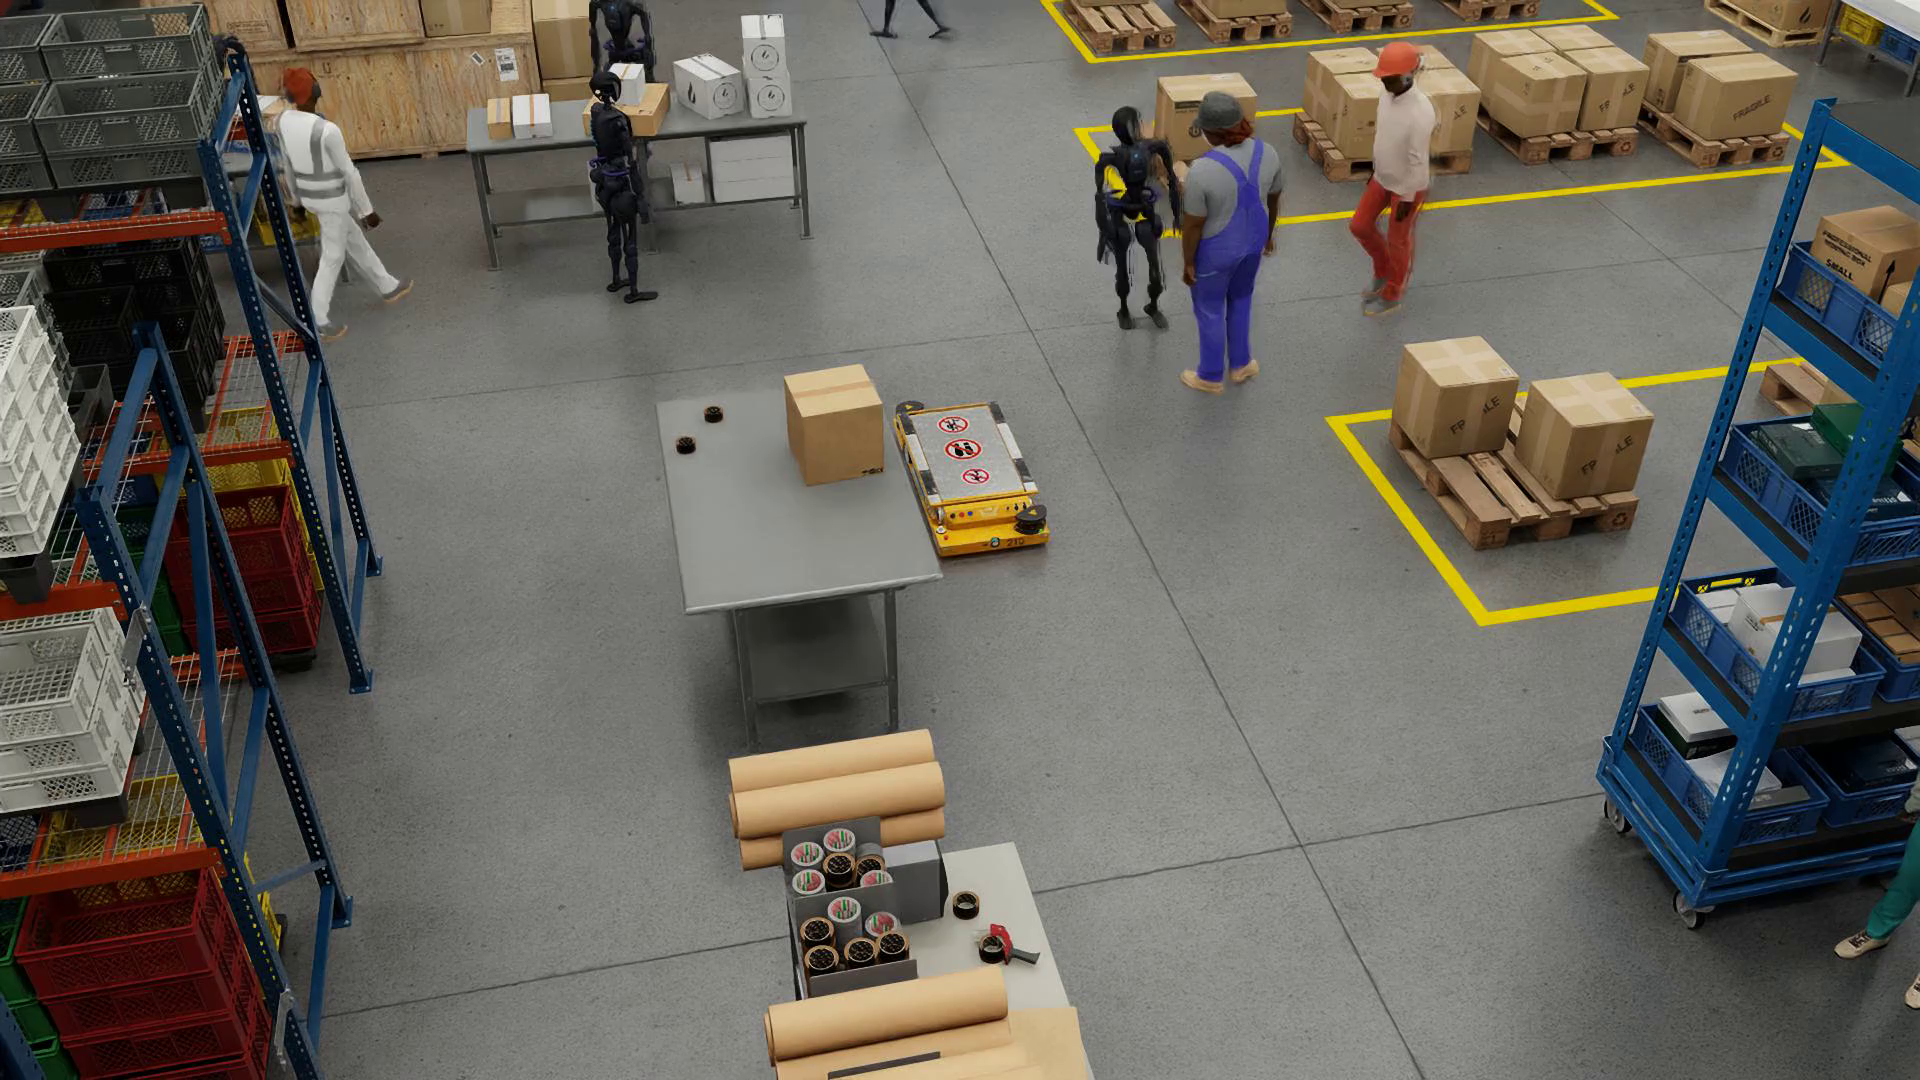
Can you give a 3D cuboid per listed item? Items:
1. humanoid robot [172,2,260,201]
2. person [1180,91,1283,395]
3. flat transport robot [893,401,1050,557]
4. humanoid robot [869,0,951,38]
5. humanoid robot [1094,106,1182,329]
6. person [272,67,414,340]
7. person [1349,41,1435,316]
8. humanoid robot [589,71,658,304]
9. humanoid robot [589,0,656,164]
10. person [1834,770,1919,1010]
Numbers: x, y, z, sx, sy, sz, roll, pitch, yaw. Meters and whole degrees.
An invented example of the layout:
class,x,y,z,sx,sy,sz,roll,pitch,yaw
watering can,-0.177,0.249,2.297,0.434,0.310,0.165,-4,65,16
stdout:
class,x,y,z,sx,sy,sz,roll,pitch,yaw
humanoid robot,-5.679,-3.331,12.857,0.612,1.662,0.325,-14,39,-18
person,1.674,-1.916,10.646,0.740,2.000,0.537,-19,41,-24
flat transport robot,0.046,-0.430,10.108,0.652,0.197,1.431,-8,37,-10
humanoid robot,-0.483,-5.600,15.958,0.777,1.615,0.634,10,38,13
humanoid robot,1.219,-2.155,11.287,0.660,1.626,0.431,-4,37,-5
person,-4.303,-2.321,11.371,0.623,1.826,0.996,23,43,28
person,2.962,-2.469,11.450,0.472,1.962,0.645,-13,38,-16
humanoid robot,-2.396,-2.496,11.716,0.327,1.657,0.589,-25,43,-30
humanoid robot,-2.734,-3.856,13.560,0.620,1.648,0.444,8,37,11
person,4.059,1.187,6.709,0.323,1.760,0.522,-21,41,-25
